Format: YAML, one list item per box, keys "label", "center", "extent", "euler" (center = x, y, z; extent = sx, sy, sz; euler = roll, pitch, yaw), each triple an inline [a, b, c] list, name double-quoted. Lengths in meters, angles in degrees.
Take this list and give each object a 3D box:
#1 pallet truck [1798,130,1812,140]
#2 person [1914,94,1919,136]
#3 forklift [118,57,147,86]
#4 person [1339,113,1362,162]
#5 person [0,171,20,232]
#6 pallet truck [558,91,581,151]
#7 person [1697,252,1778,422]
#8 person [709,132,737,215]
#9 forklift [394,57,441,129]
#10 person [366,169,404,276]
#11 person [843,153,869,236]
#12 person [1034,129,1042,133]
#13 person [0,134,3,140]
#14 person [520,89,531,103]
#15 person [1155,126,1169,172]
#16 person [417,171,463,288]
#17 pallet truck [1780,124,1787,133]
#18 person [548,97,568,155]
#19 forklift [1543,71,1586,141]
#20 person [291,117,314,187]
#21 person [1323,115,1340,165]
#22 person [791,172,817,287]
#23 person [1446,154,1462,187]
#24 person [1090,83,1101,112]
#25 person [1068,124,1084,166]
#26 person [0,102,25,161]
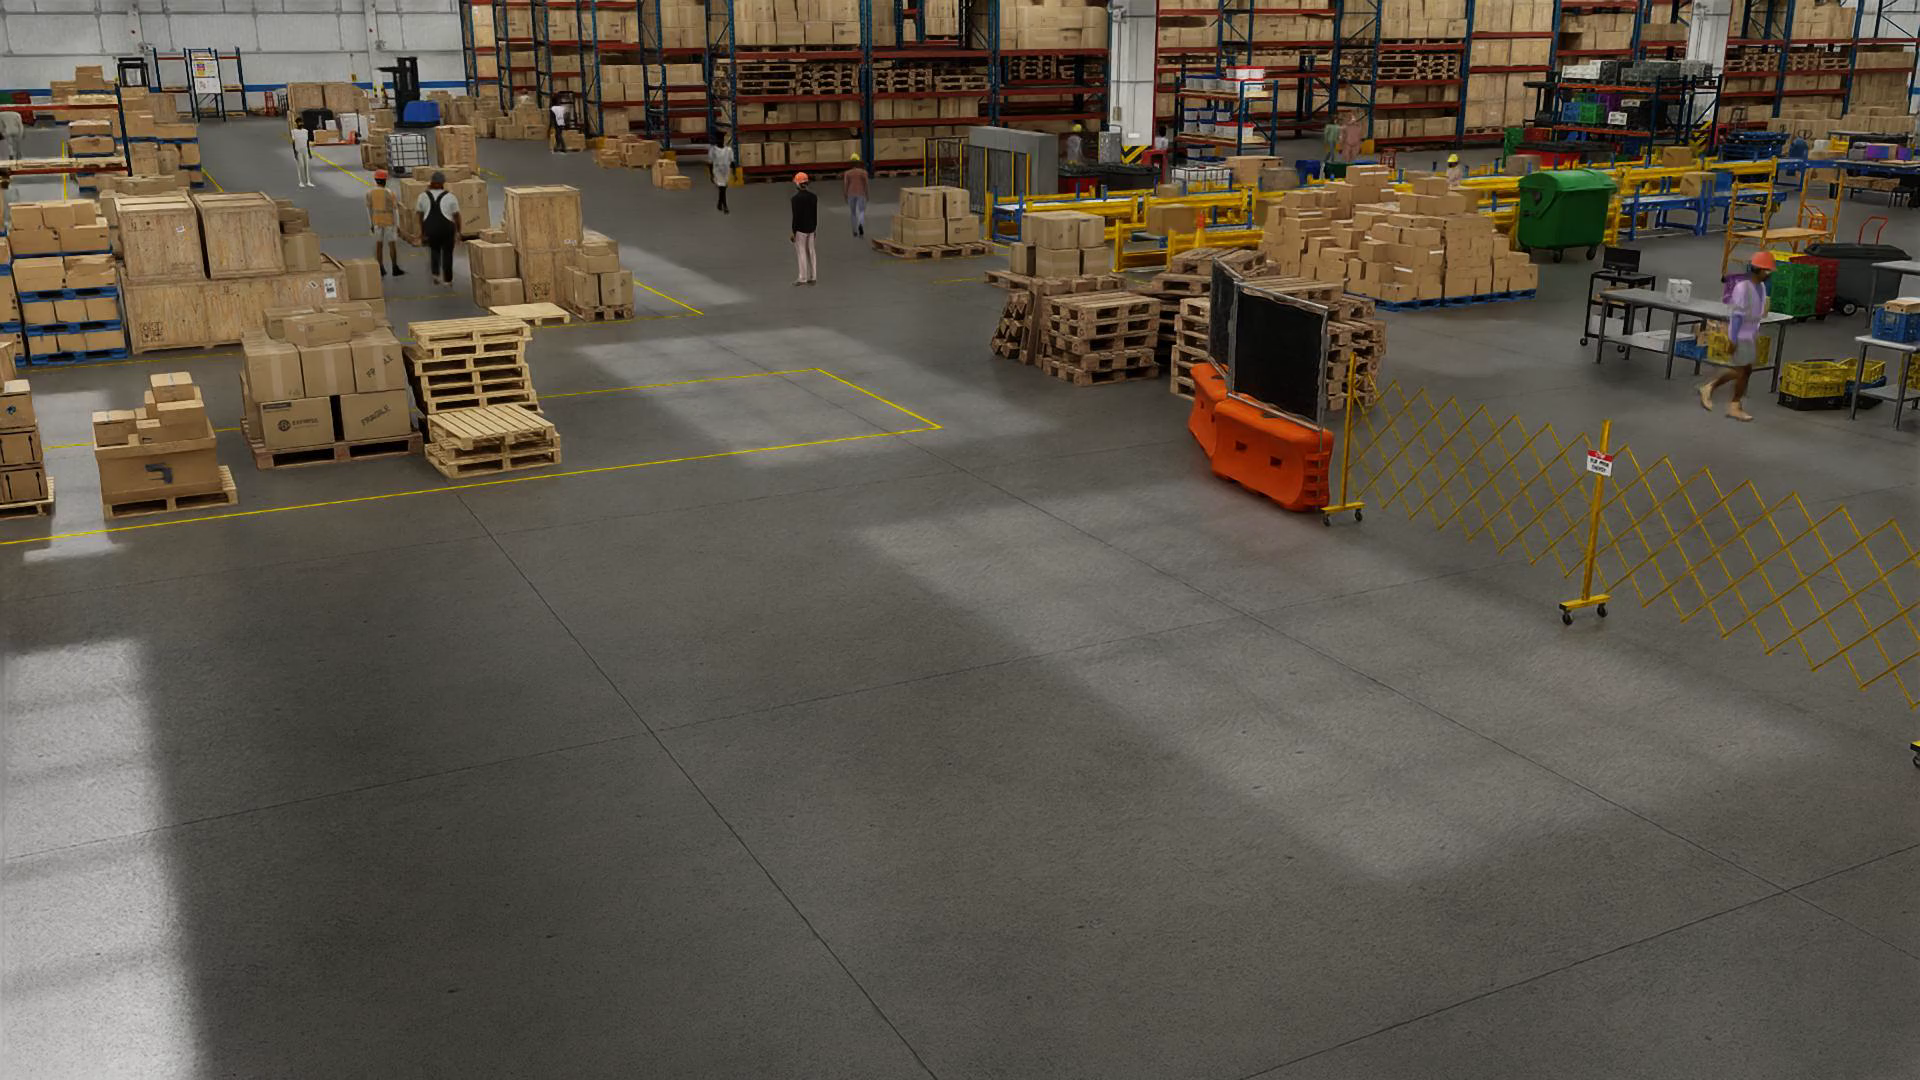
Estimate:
- label: "pallet truck"
  center: [25.526, -11.556, 49.408]
  extent: [1.630, 1.274, 0.653]
  euler: [-9, 20, -26]
- label: "person"
  center: [36.983, -16.490, 63.743]
  extent: [0.602, 1.949, 0.392]
  euler: [0, 18, 0]
- label: "forklift"
  center: [-32.934, -17.846, 66.470]
  extent: [1.129, 2.768, 1.873]
  euler: [-9, 20, -26]
- label: "person"
  center: [11.071, -11.125, 47.114]
  extent: [0.648, 1.895, 0.452]
  euler: [-5, 18, -14]
- label: "person"
  center: [-17.877, -6.010, 31.237]
  extent: [0.527, 1.850, 0.739]
  euler: [-12, 21, -33]
- label: "pallet truck"
  center: [-13.495, -14.412, 57.188]
  extent: [0.823, 1.965, 1.885]
  euler: [-3, 18, -9]
- label: "person"
  center: [9.289, -2.431, 19.806]
  extent: [0.647, 2.019, 0.612]
  euler: [-13, 22, -35]
- label: "person"
  center: [-5.687, -8.782, 39.763]
  extent: [0.626, 1.921, 0.997]
  euler: [-10, 21, -29]
- label: "forklift"
  center: [-22.181, -18.076, 67.189]
  extent: [1.873, 2.768, 1.129]
  euler: [5, 19, 17]
- label: "person"
  center: [-10.549, -5.816, 30.487]
  extent: [0.551, 1.934, 0.373]
  euler: [1, 18, 3]
- label: "person"
  center: [-2.237, -7.431, 35.802]
  extent: [0.550, 1.752, 0.372]
  euler: [-1, 18, -4]
- label: "person"
  center: [2.018, -9.982, 43.894]
  extent: [0.749, 1.664, 0.548]
  euler: [-11, 21, -31]
- label: "person"
  center: [-35.966, -15.724, 61.416]
  extent: [0.908, 1.904, 0.583]
  euler: [-16, 24, -41]
- label: "person"
  center: [-17.277, -17.192, 66.476]
  extent: [0.530, 1.599, 0.819]
  euler: [8, 19, 23]
- label: "person"
  center: [5.407, -10.361, 45.073]
  extent: [0.660, 1.679, 0.539]
  euler: [-12, 21, -32]
- label: "person"
  center: [-9.107, -5.471, 29.244]
  extent: [0.708, 2.000, 0.561]
  euler: [-1, 18, -2]
- label: "pallet truck"
  center: [25.206, -12.542, 52.601]
  extent: [1.601, 1.201, 0.680]
  euler: [0, 18, -2]
- label: "person"
  center: [-13.500, -13.841, 55.620]
  extent: [0.956, 1.859, 0.710]
  euler: [9, 20, 26]
- label: "forklift"
  center: [18.685, -13.231, 52.085]
  extent: [1.873, 2.768, 1.129]
  euler: [-9, 20, -26]
- label: "person"
  center: [-18.035, -10.630, 45.604]
  extent: [0.329, 1.872, 0.508]
  euler: [13, 22, 36]
- label: "person"
  center: [11.413, -12.224, 51.016]
  extent: [0.511, 1.594, 0.853]
  euler: [-7, 19, -21]
- label: "person"
  center: [-2.756, -5.458, 29.275]
  extent: [0.384, 1.993, 0.623]
  euler: [13, 22, 34]
- label: "person"
  center: [10.697, -7.476, 35.980]
  extent: [0.816, 1.734, 0.529]
  euler: [-7, 19, -20]
- label: "person"
  center: [5.593, -17.848, 68.275]
  extent: [0.606, 1.775, 0.958]
  euler: [3, 18, 8]
- label: "person"
  center: [3.145, -10.040, 43.880]
  extent: [0.765, 1.803, 0.595]
  euler: [-11, 21, -30]
- label: "person"
  center: [-29.614, -12.710, 52.004]
  extent: [0.639, 1.928, 0.476]
  euler: [-6, 19, -17]
